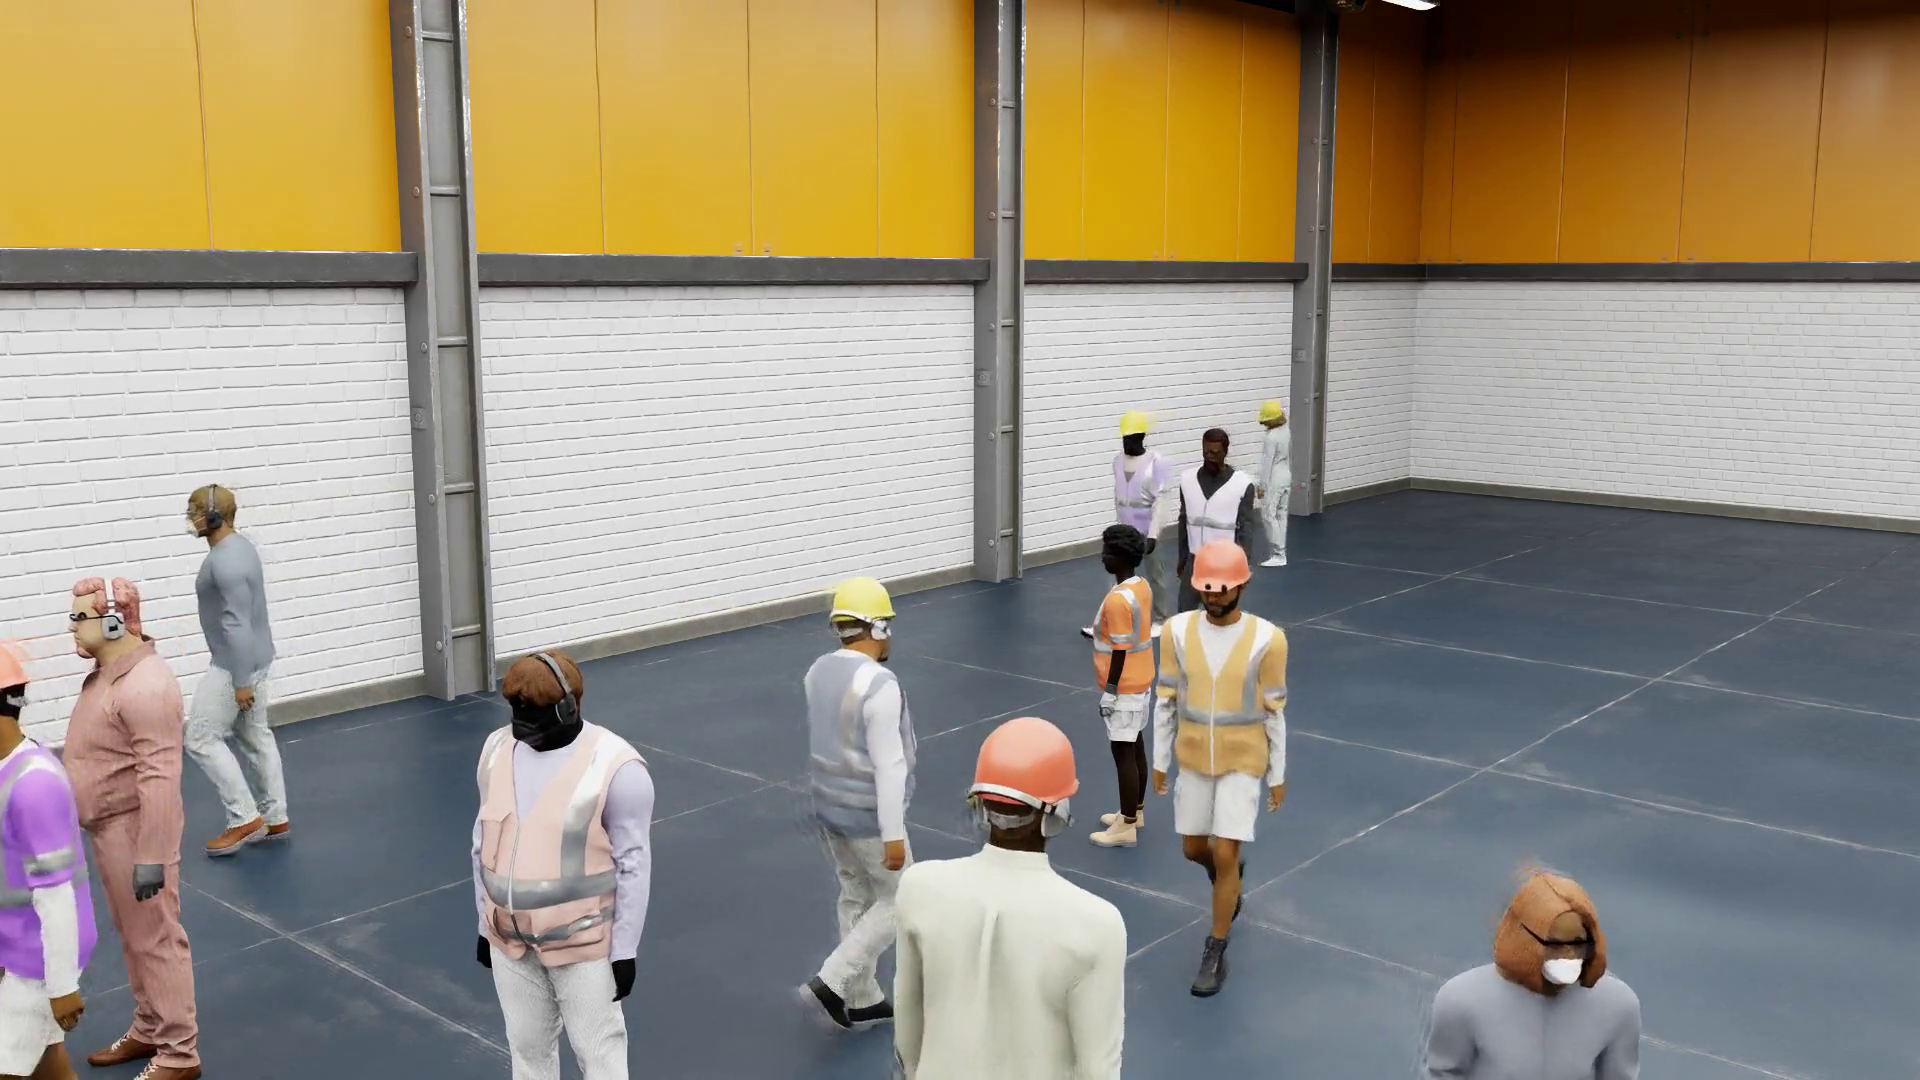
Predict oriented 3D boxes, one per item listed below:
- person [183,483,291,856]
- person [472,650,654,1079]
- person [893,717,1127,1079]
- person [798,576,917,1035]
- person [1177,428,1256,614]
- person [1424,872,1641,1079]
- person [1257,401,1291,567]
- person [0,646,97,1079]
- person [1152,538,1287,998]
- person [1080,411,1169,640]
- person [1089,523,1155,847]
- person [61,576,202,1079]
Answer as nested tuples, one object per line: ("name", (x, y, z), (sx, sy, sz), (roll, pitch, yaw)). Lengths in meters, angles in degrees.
("person", (-3.774, 0.664, 8.578), (0.562, 1.922, 0.646), (-3, 9, -17))
("person", (-1.267, 1.243, 5.200), (0.619, 1.838, 0.430), (4, 10, 22))
("person", (0.098, 1.381, 4.003), (0.626, 1.944, 1.029), (4, 10, 21))
("person", (-0.400, 1.053, 6.466), (0.490, 1.812, 0.620), (-6, 11, -32))
("person", (1.802, 0.145, 11.892), (0.619, 1.895, 0.593), (6, 11, 34))
("person", (1.390, 1.541, 4.133), (0.510, 1.578, 0.913), (-1, 9, -5))
("person", (3.234, -0.571, 17.025), (0.367, 1.704, 0.605), (6, 11, 35))
("person", (-2.818, 1.238, 5.014), (0.436, 1.905, 0.555), (-7, 11, -37))
("person", (1.124, 0.907, 7.109), (0.569, 1.911, 0.762), (4, 10, 23))
("person", (1.398, -0.093, 13.439), (0.607, 1.874, 0.974), (9, 13, 43))
("person", (0.852, 0.752, 8.708), (0.318, 1.698, 0.534), (3, 9, 17))
("person", (-3.039, 1.070, 6.059), (0.406, 1.906, 0.654), (-7, 11, -37))
